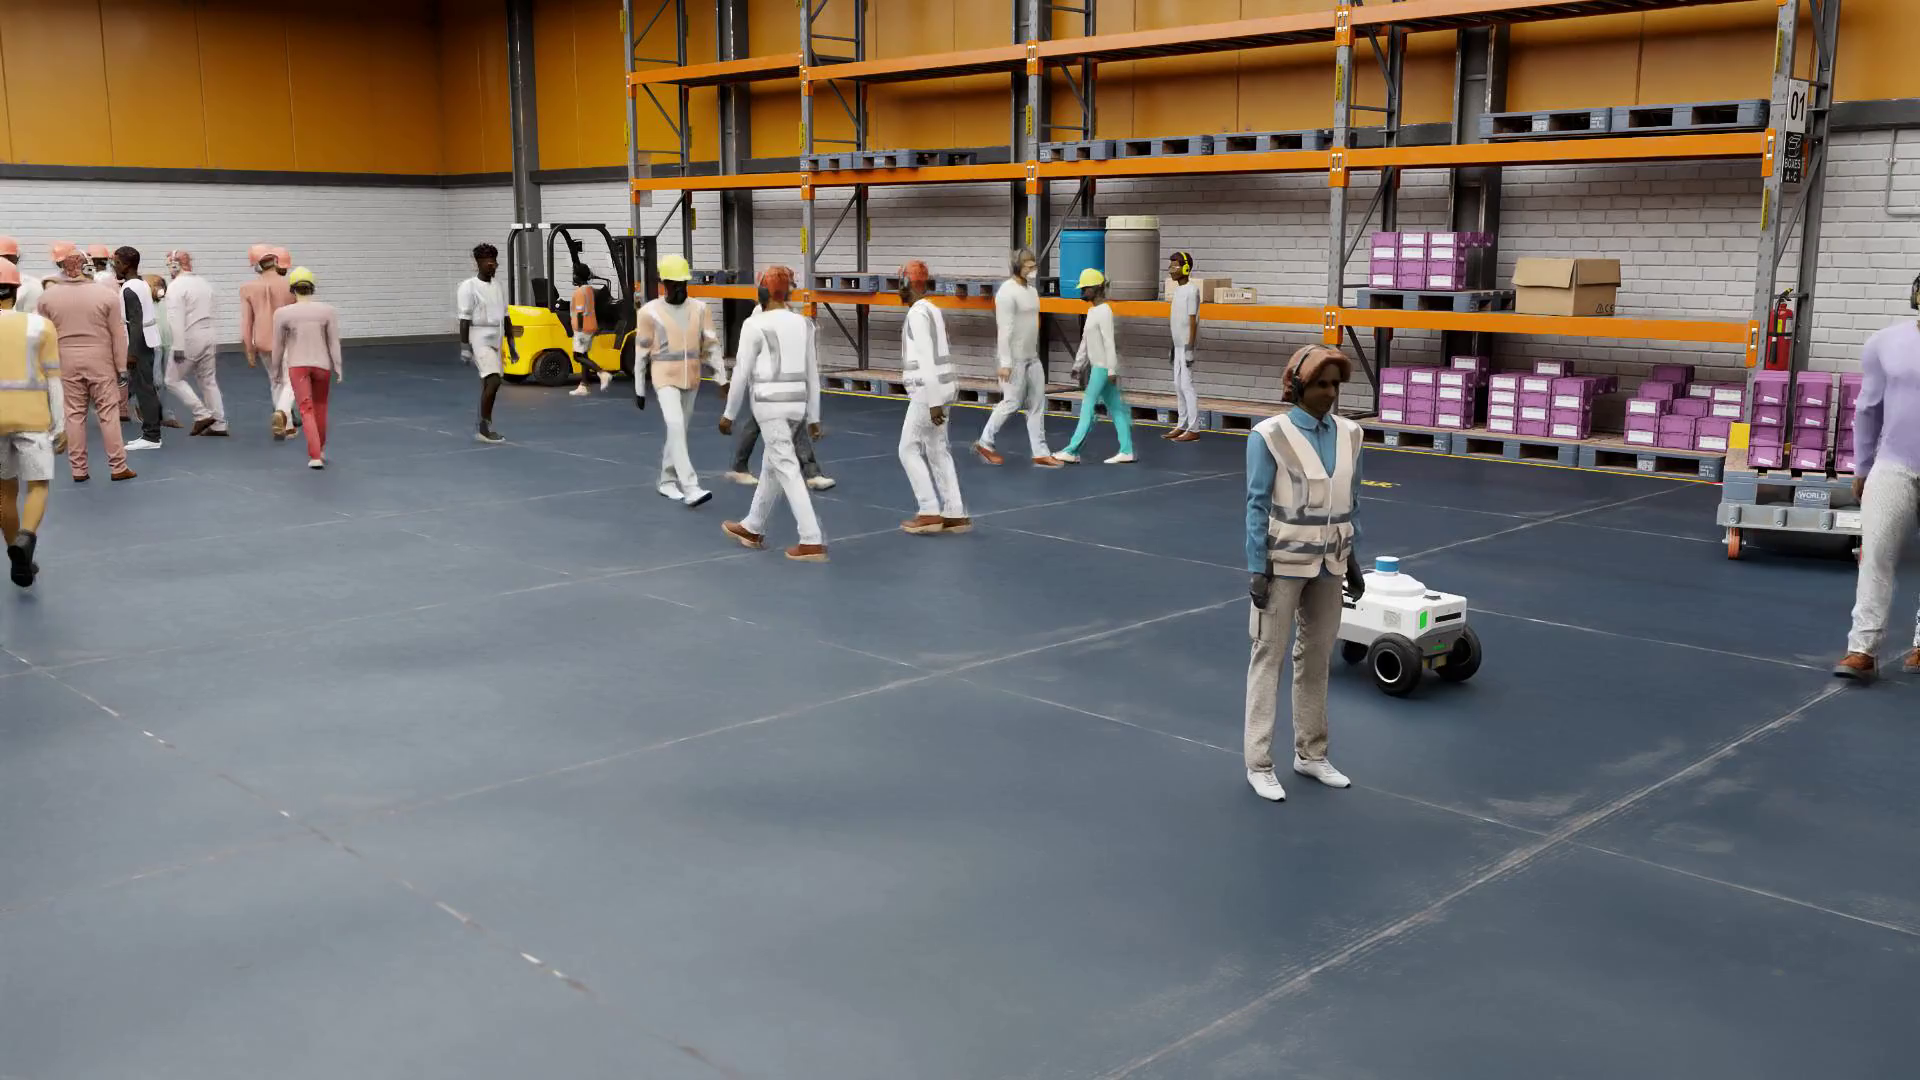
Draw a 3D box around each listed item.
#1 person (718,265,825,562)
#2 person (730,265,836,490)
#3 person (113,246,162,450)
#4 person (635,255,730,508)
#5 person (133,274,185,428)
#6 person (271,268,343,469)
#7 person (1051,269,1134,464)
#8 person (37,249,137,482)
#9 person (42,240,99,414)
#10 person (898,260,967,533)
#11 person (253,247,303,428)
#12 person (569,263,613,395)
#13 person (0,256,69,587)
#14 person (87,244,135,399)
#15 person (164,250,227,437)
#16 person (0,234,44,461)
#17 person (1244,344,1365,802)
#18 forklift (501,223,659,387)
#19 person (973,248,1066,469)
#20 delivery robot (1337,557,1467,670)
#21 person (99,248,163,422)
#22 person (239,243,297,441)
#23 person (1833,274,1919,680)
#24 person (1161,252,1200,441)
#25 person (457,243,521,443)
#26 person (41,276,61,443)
[{"bbox_3d":[-1.192,-0.799,10.483,0.969,1.832,0.576,7,13,35],"label":"person"},{"bbox_3d":[-1.476,-1.284,13.262,1.014,1.788,0.534,7,13,34],"label":"person"},{"bbox_3d":[-7.805,-1.821,15.811,0.388,1.919,0.593,-4,11,-19],"label":"person"},{"bbox_3d":[-2.085,-1.182,12.458,0.600,1.870,1.009,-9,14,-39],"label":"person"},{"bbox_3d":[-8.449,-1.978,17.468,0.471,1.619,0.508,4,11,19],"label":"person"},{"bbox_3d":[-5.757,-1.512,14.613,0.552,1.725,0.853,-7,12,-33],"label":"person"},{"bbox_3d":[1.152,-1.515,14.665,0.875,1.722,0.535,-1,10,-3],"label":"person"},{"bbox_3d":[-7.175,-1.426,13.696,0.643,1.905,0.399,-2,11,-9],"label":"person"},{"bbox_3d":[-9.324,-2.152,17.468,1.038,1.994,0.616,7,13,35],"label":"person"},{"bbox_3d":[-0.189,-0.962,11.285,0.528,1.853,0.595,3,11,14],"label":"person"},{"bbox_3d":[-7.041,-2.094,17.373,0.906,1.885,0.561,9,14,42],"label":"person"},{"bbox_3d":[-4.671,-2.639,20.918,0.540,1.682,0.540,1,10,5],"label":"person"},{"bbox_3d":[-5.455,-0.664,9.541,0.557,1.911,0.788,-3,11,-17],"label":"person"},{"bbox_3d":[-10.151,-2.575,19.909,0.577,1.925,0.547,0,10,3],"label":"person"},{"bbox_3d":[-7.655,-1.942,16.593,0.498,1.876,0.681,1,10,6],"label":"person"},{"bbox_3d":[-8.540,-1.727,14.977,0.629,2.033,0.446,0,10,0],"label":"person"},{"bbox_3d":[1.243,0.114,6.026,0.513,1.637,0.309,-6,12,-28],"label":"person"},{"bbox_3d":[-5.316,-3.263,22.920,2.313,2.155,1.214,-10,14,-44],"label":"forklift"},{"bbox_3d":[0.504,-1.572,14.470,0.815,1.918,0.642,6,12,28],"label":"person"},{"bbox_3d":[1.944,0.319,7.602,0.477,0.478,0.707,-7,13,-35],"label":"delivery robot"},{"bbox_3d":[-8.974,-2.207,18.000,0.774,1.882,0.650,10,14,43],"label":"person"},{"bbox_3d":[-6.713,-1.927,16.306,0.621,1.948,0.884,-2,11,-9],"label":"person"},{"bbox_3d":[4.300,-0.286,7.461,0.656,1.900,0.918,10,14,42],"label":"person"},{"bbox_3d":[2.199,-1.900,16.413,0.318,1.860,0.512,-2,11,-13],"label":"person"},{"bbox_3d":[-4.547,-1.905,16.203,0.581,1.947,0.609,4,11,21],"label":"person"},{"bbox_3d":[-8.753,-1.739,16.154,0.542,1.615,0.614,-3,11,-14],"label":"person"}]
